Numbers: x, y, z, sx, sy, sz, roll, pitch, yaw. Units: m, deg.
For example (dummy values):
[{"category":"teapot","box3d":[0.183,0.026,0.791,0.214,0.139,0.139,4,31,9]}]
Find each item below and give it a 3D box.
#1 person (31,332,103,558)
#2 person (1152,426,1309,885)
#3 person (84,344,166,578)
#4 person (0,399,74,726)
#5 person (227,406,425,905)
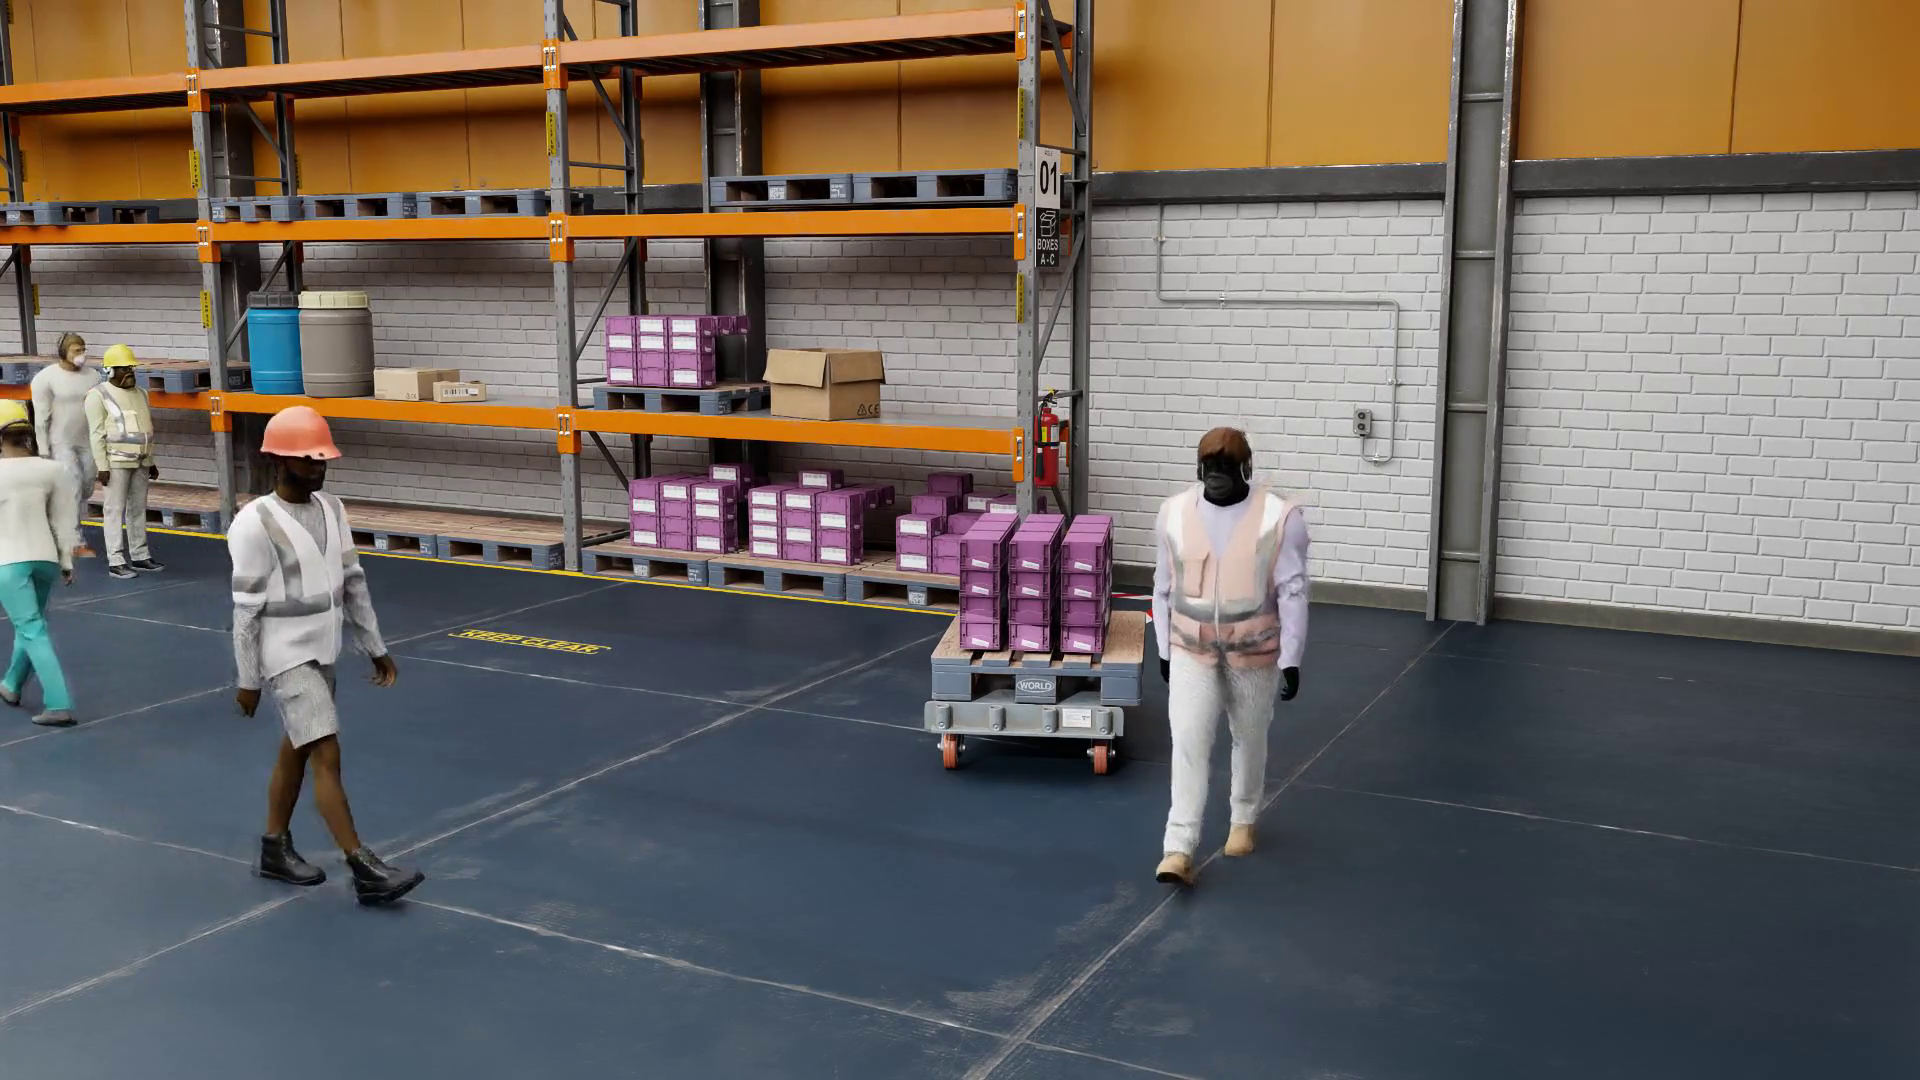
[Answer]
[{"category":"person","box3d":[-7.601,-0.812,14.099,0.768,1.914,0.629,5,10,26]},{"category":"person","box3d":[1.043,0.455,6.580,0.643,1.791,0.943,3,10,19]},{"category":"person","box3d":[-6.582,-0.625,13.145,0.403,1.833,0.586,3,10,15]},{"category":"person","box3d":[-5.073,0.117,8.883,0.886,1.722,0.537,5,10,26]},{"category":"person","box3d":[-2.398,0.445,6.356,0.923,1.899,0.548,2,10,14]}]
